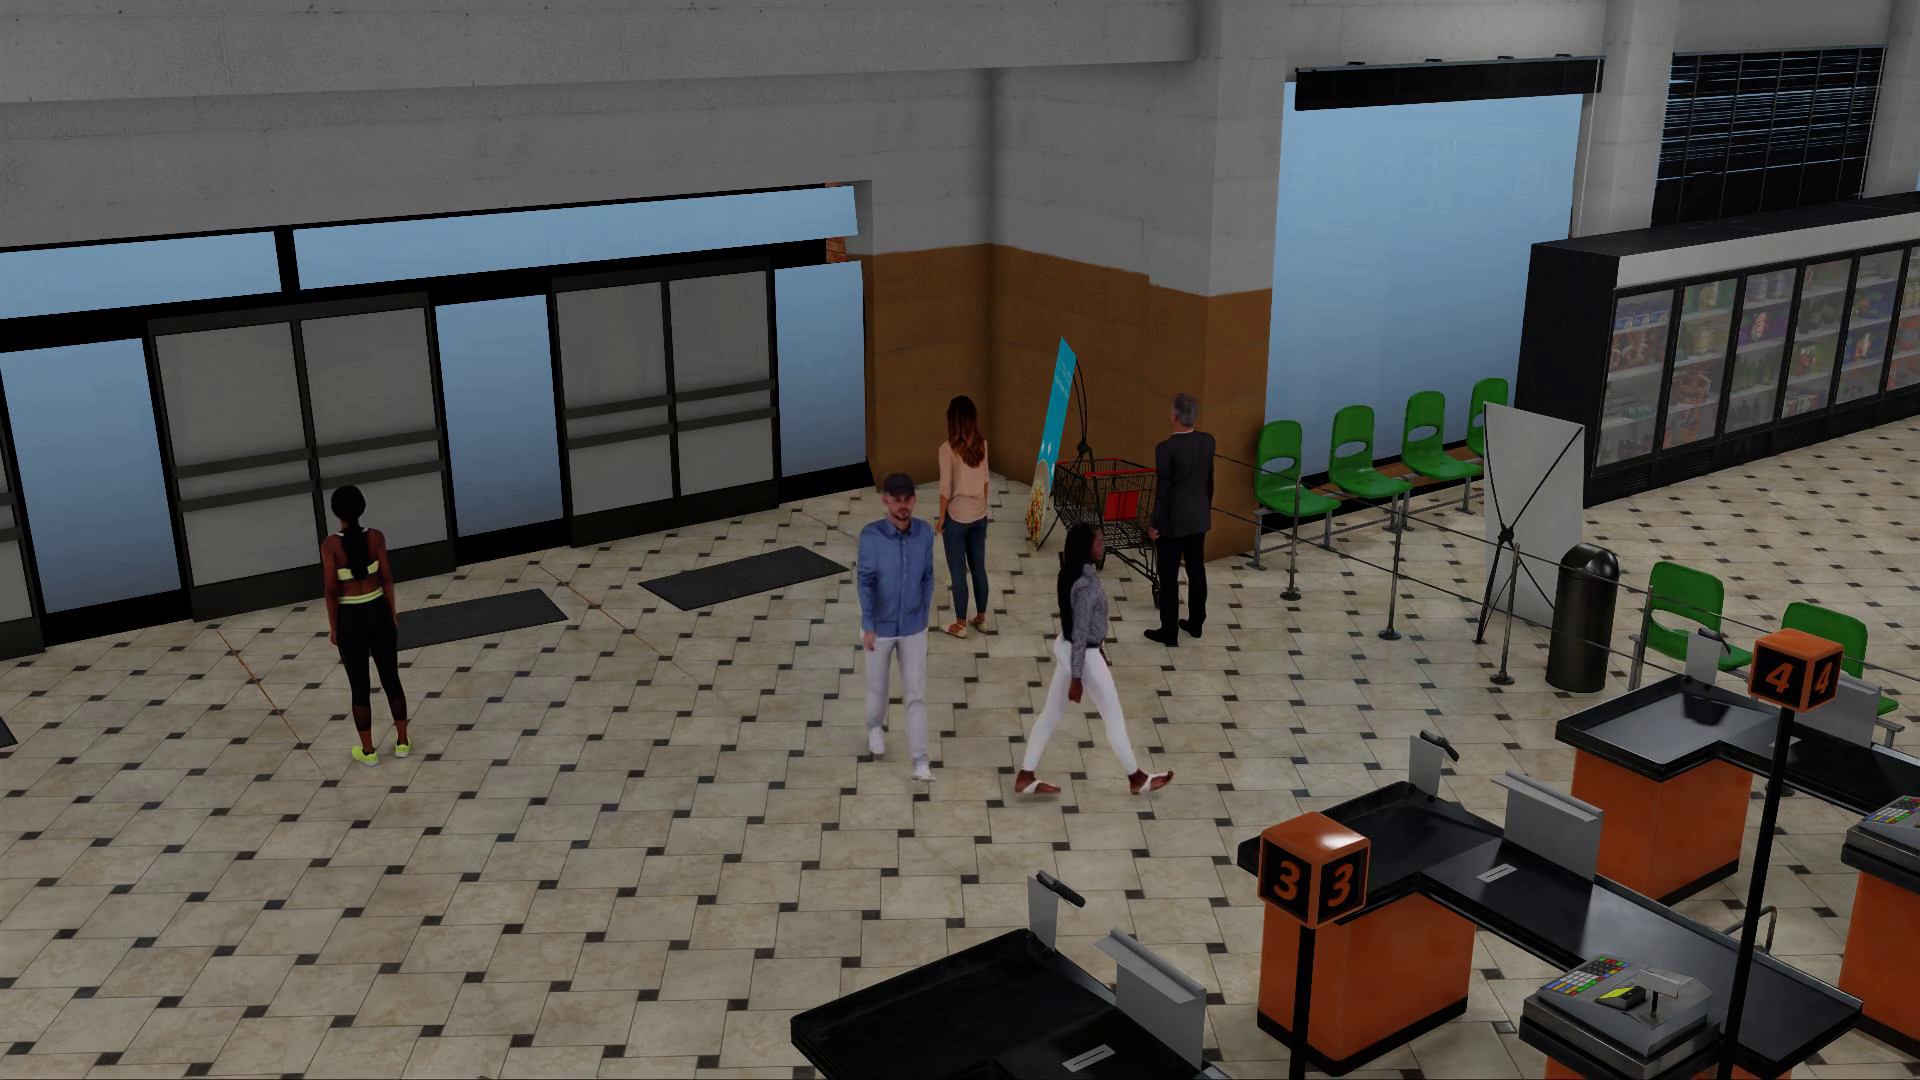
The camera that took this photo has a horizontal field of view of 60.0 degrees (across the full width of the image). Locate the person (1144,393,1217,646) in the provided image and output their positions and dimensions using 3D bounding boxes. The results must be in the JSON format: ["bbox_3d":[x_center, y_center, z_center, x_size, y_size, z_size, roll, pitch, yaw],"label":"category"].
[{"bbox_3d":[1.585,-0.160,11.934,0.699,1.841,0.584,-12,22,-31],"label":"person"}]

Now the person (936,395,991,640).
[{"bbox_3d":[0.037,-0.167,12.031,0.583,1.792,0.517,-12,22,-31],"label":"person"}]

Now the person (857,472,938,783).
[{"bbox_3d":[-0.423,0.498,9.987,0.920,1.839,1.256,-5,19,-15],"label":"person"}]

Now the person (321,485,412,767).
[{"bbox_3d":[-3.600,0.516,10.067,0.559,1.753,0.495,-12,22,-31],"label":"person"}]

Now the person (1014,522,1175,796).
[{"bbox_3d":[0.603,0.739,9.534,1.075,1.670,1.180,-1,19,-4],"label":"person"}]
